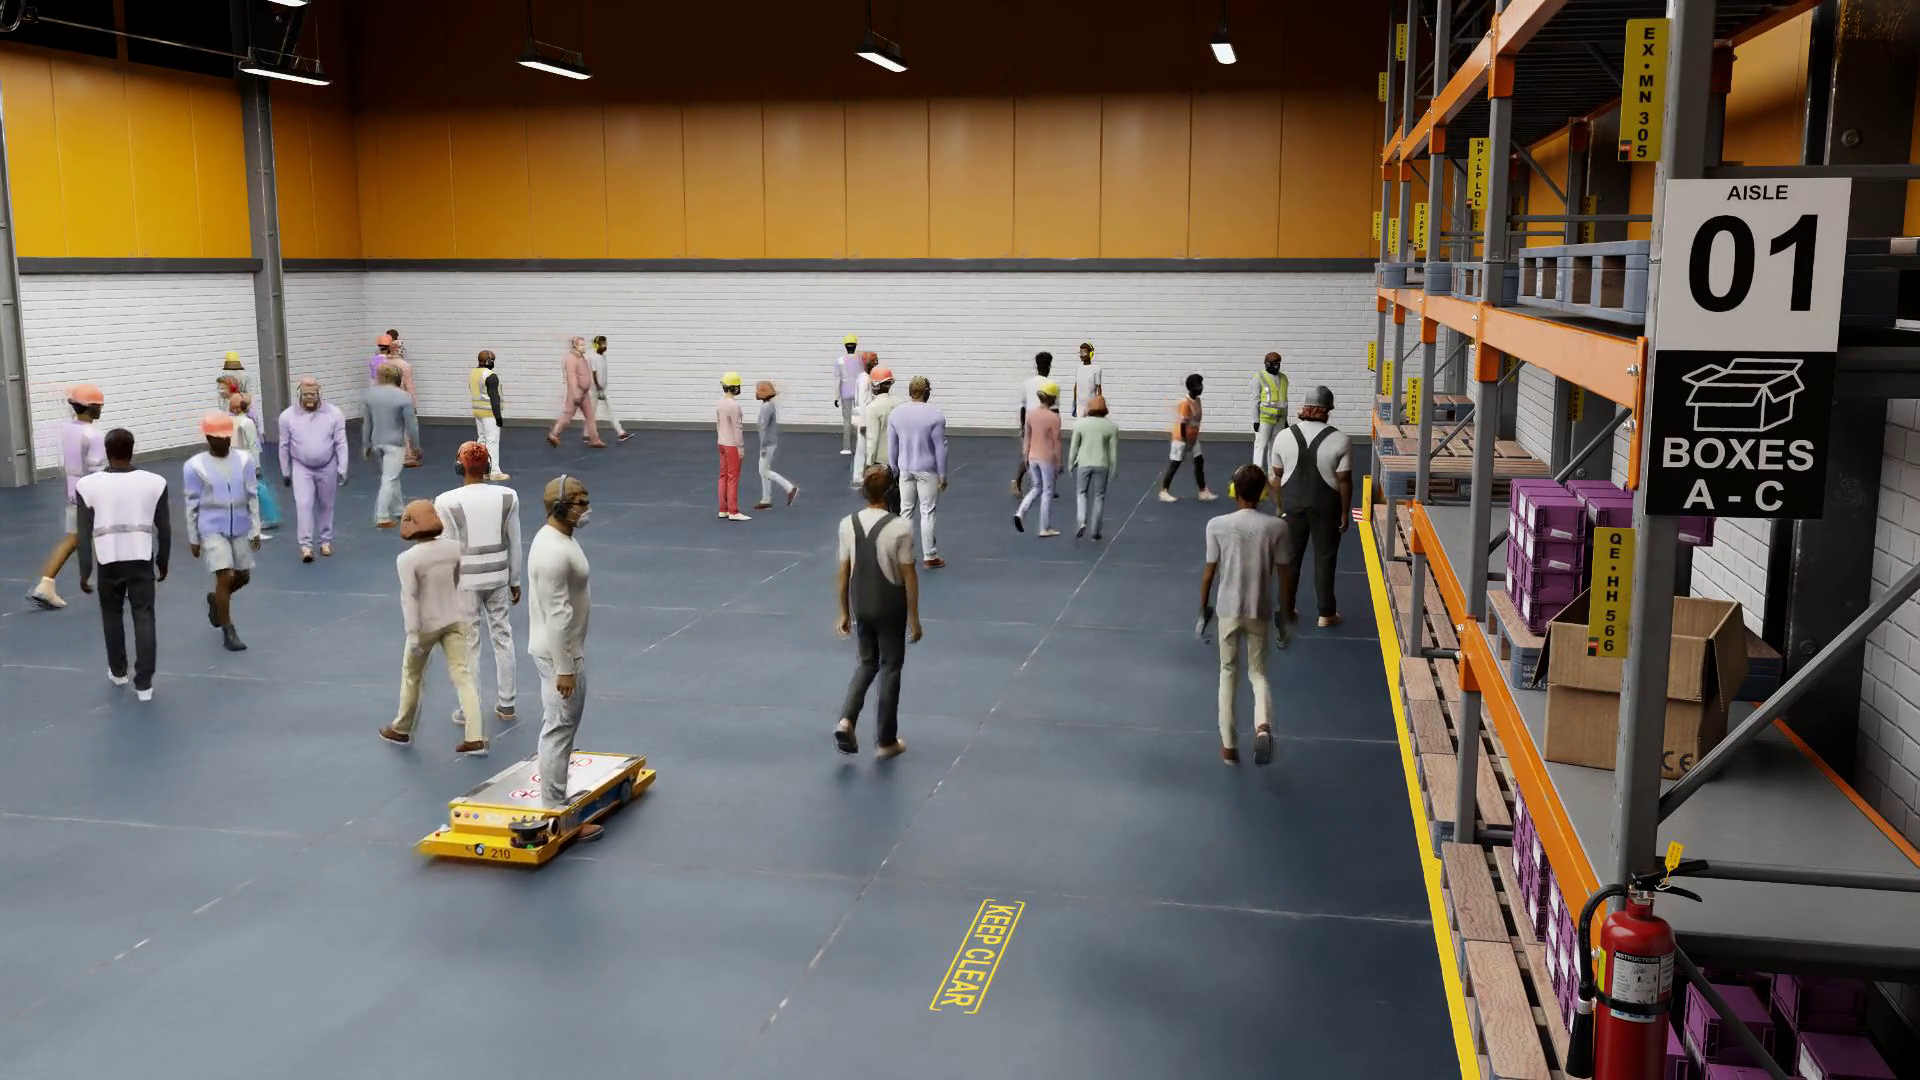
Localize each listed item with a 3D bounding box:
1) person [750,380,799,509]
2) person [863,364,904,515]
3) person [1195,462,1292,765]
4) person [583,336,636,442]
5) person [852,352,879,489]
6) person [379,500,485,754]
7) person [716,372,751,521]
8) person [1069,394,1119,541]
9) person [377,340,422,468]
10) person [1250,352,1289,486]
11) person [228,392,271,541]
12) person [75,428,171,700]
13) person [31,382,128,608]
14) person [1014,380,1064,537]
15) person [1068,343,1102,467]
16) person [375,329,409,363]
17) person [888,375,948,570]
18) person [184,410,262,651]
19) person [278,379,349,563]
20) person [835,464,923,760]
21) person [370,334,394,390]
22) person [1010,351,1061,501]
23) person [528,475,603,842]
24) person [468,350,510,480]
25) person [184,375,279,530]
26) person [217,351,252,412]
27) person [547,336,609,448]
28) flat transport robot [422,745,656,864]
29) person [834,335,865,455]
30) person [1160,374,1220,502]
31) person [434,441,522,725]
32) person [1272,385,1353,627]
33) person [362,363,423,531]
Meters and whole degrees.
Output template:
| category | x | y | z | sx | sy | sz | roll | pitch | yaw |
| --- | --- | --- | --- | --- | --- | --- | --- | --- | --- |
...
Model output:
| category | x | y | z | sx | sy | sz | roll | pitch | yaw |
| --- | --- | --- | --- | --- | --- | --- | --- | --- | --- |
| person | -2.309 | -1.166 | 20.495 | 0.529 | 1.619 | 0.509 | 0 | 9 | -1 |
| person | -0.801 | -0.828 | 17.342 | 0.395 | 1.994 | 0.612 | 6 | 11 | 34 |
| person | 1.711 | 0.468 | 9.990 | 0.559 | 1.847 | 0.526 | 0 | 9 | 3 |
| person | -6.028 | -2.546 | 28.215 | 0.985 | 1.821 | 0.505 | 3 | 10 | 20 |
| person | -1.106 | -1.589 | 22.316 | 0.774 | 1.859 | 0.606 | 0 | 9 | -1 |
| person | -3.284 | 0.538 | 10.340 | 0.844 | 1.582 | 0.488 | 7 | 12 | 36 |
| person | -2.702 | -1.111 | 19.737 | 0.310 | 1.768 | 0.533 | -6 | 11 | -34 |
| person | 1.467 | -0.788 | 18.213 | 0.549 | 1.621 | 0.398 | 1 | 10 | 8 |
| person | -8.377 | -2.034 | 24.875 | 0.655 | 1.905 | 0.407 | 5 | 10 | 25 |
| person | 4.242 | -1.635 | 22.669 | 0.624 | 1.844 | 0.429 | -6 | 11 | -31 |
| person | -7.859 | -0.802 | 18.253 | 0.524 | 1.639 | 0.308 | 7 | 12 | 36 |
| person | -5.927 | 0.149 | 11.810 | 0.604 | 1.870 | 0.927 | -5 | 11 | -30 |
| person | -7.773 | -0.398 | 14.758 | 0.611 | 2.008 | 1.036 | 5 | 11 | 28 |
| person | 0.900 | -0.887 | 18.409 | 0.448 | 1.752 | 0.532 | -8 | 12 | -40 |
| person | 1.870 | -1.995 | 24.746 | 0.514 | 1.872 | 0.328 | 8 | 12 | 40 |
| person | -10.388 | -2.944 | 30.551 | 0.625 | 1.844 | 0.429 | 2 | 10 | 10 |
| person | -0.413 | -0.673 | 16.577 | 0.634 | 1.937 | 0.355 | 4 | 10 | 24 |
| person | -5.889 | -0.100 | 13.229 | 0.742 | 1.908 | 0.539 | 9 | 13 | 43 |
| person | -6.595 | -0.707 | 17.015 | 0.651 | 1.859 | 0.934 | -5 | 10 | -25 |
| person | -0.504 | 0.457 | 10.101 | 0.523 | 1.834 | 0.474 | 5 | 11 | 28 |
| person | -9.079 | -2.302 | 26.390 | 0.551 | 1.934 | 0.365 | 6 | 11 | 32 |
| person | 0.971 | -1.427 | 21.154 | 0.614 | 1.936 | 0.802 | 7 | 12 | 36 |
| person | -2.101 | 0.617 | 8.808 | 0.354 | 1.936 | 0.635 | -2 | 10 | -13 |
| person | -6.653 | -1.755 | 23.436 | 0.428 | 1.832 | 0.627 | -9 | 13 | -43 |
| person | -8.225 | -0.960 | 18.762 | 0.986 | 1.783 | 0.564 | -8 | 12 | -40 |
| person | -10.863 | -1.958 | 24.938 | 0.480 | 1.733 | 0.331 | -6 | 11 | -33 |
| person | -6.356 | -2.430 | 27.410 | 0.994 | 1.862 | 0.646 | 2 | 10 | 9 |
| flat transport robot | -2.251 | 1.407 | 9.058 | 0.652 | 0.197 | 1.431 | 2 | 10 | 14 |
| person | -1.729 | -2.310 | 26.511 | 0.589 | 1.913 | 0.399 | -3 | 10 | -18 |
| person | 2.919 | -1.279 | 21.121 | 0.803 | 1.644 | 0.535 | 6 | 11 | 31 |
| person | -3.165 | 0.287 | 10.957 | 0.583 | 1.882 | 0.350 | -7 | 12 | -38 |
| person | 2.988 | -0.299 | 14.017 | 0.683 | 2.000 | 0.535 | 5 | 11 | 28 |
| person | -6.489 | -1.079 | 19.166 | 0.634 | 1.896 | 0.915 | 4 | 10 | 23 |
